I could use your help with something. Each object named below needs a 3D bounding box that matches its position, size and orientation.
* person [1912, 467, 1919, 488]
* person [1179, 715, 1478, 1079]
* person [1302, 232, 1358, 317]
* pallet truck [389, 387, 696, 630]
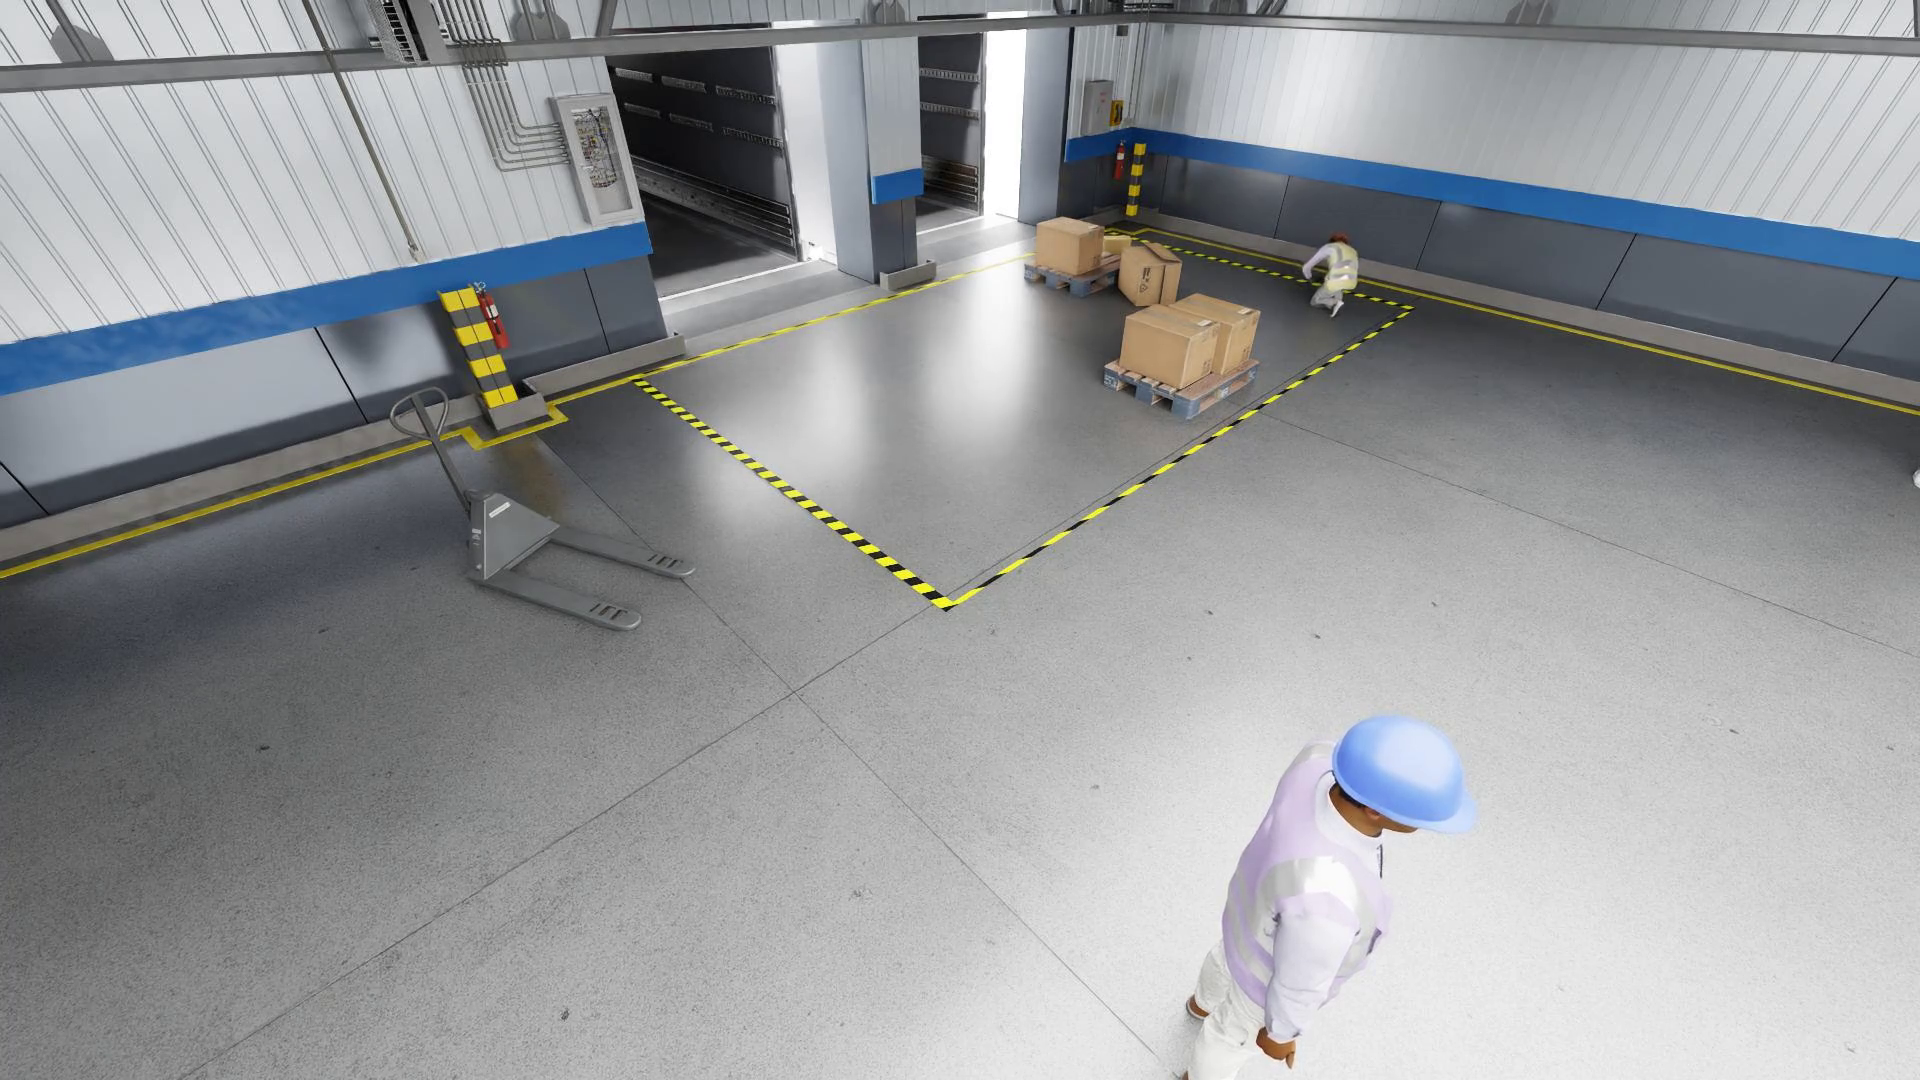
[{"bbox_3d":[7.817,-1.105,5.290,0.483,1.744,0.294,14,40,18],"label":"person"},{"bbox_3d":[0.964,1.178,2.169,0.386,1.947,0.607,14,40,17],"label":"person"},{"bbox_3d":[4.445,-3.152,8.749,0.633,0.826,0.888,-3,38,-3],"label":"person"},{"bbox_3d":[-2.613,-0.247,4.593,1.601,1.201,0.680,14,40,17],"label":"pallet truck"}]
